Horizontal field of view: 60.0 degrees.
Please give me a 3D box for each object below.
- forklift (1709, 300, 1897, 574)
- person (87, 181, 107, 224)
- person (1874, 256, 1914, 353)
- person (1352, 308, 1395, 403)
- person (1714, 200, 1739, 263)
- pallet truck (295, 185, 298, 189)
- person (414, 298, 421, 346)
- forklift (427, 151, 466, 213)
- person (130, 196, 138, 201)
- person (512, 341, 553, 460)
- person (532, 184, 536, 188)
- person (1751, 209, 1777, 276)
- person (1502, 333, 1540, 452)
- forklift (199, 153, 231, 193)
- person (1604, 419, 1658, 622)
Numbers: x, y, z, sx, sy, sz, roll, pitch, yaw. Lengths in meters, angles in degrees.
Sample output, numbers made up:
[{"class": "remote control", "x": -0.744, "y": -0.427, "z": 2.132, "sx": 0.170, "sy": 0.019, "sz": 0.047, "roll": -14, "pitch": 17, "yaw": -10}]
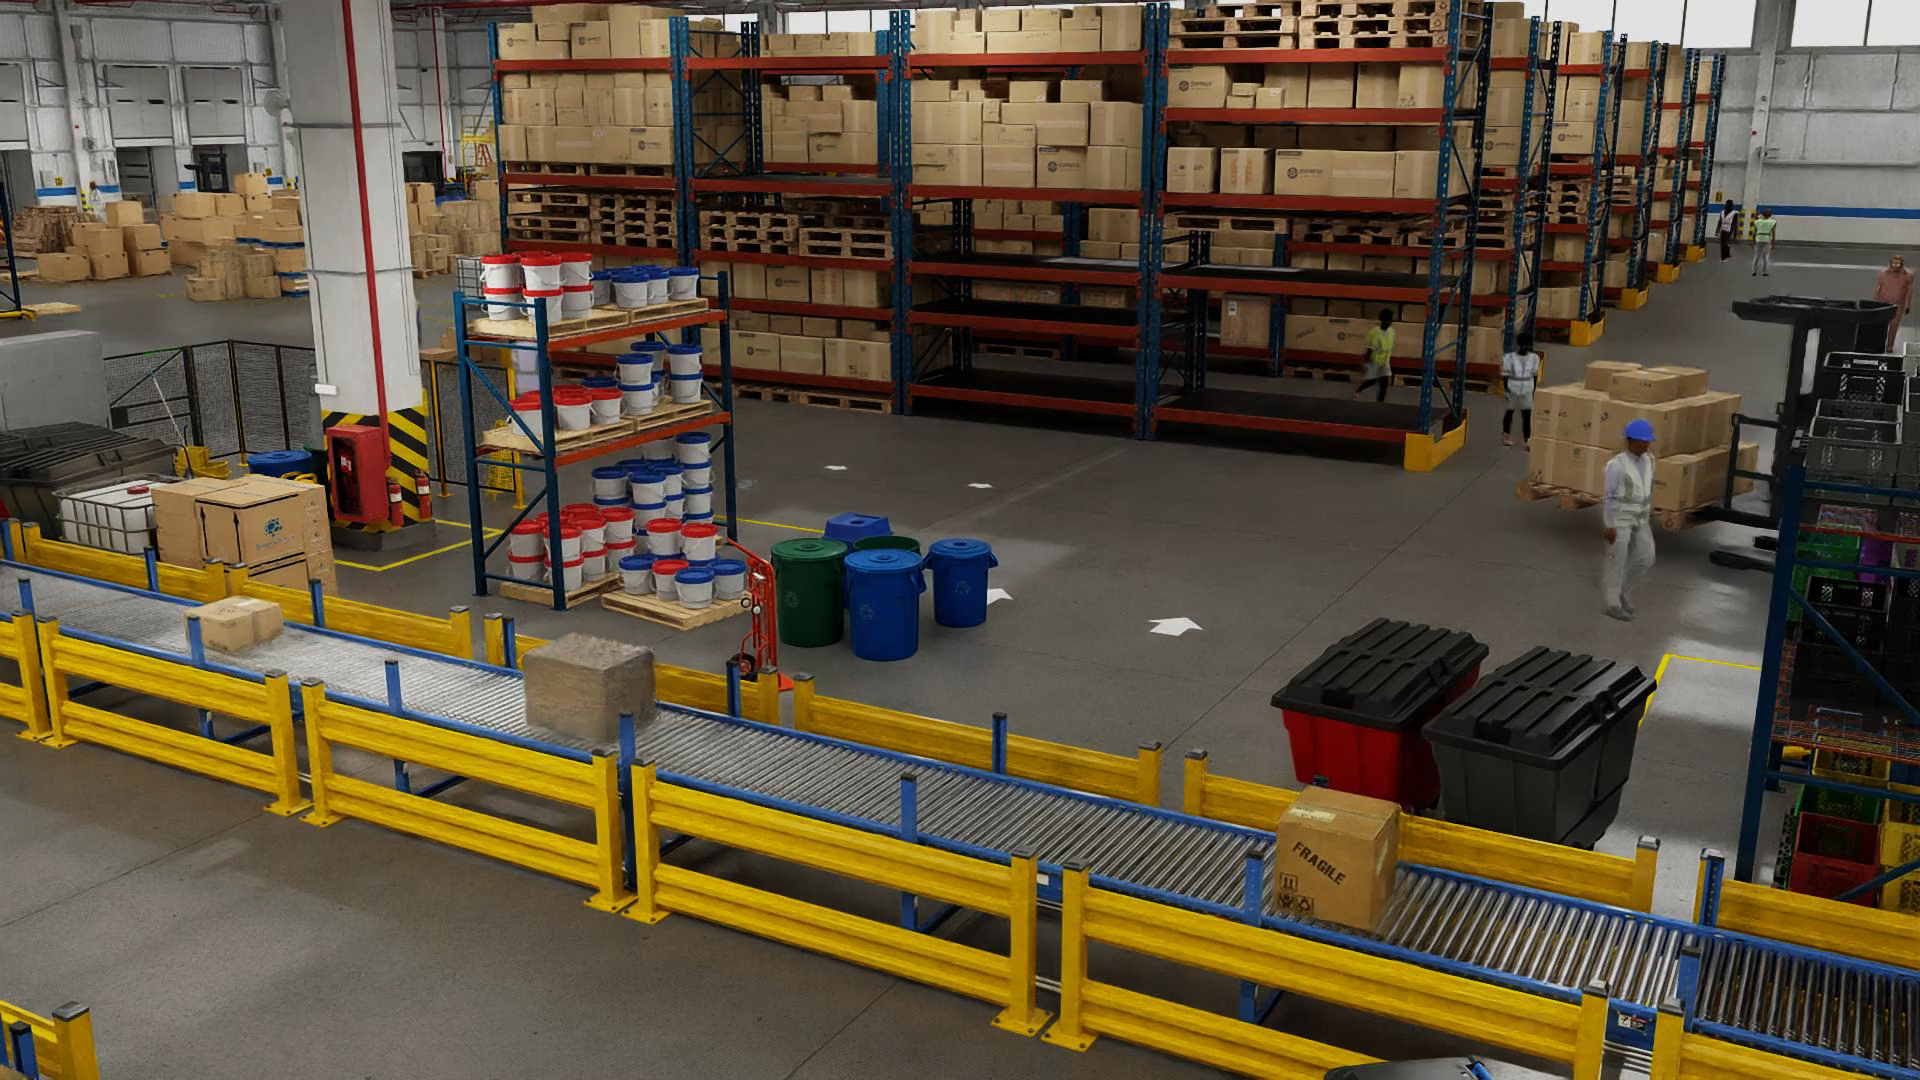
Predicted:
[{"class": "forklift", "x": 8.922, "y": -0.991, "z": 16.826, "sx": 1.129, "sy": 2.768, "sz": 1.873, "roll": -12, "pitch": 19, "yaw": -38}, {"class": "person", "x": -31.808, "y": -12.282, "z": 61.297, "sx": 0.583, "sy": 1.837, "sz": 0.983, "roll": 14, "pitch": 20, "yaw": 42}, {"class": "person", "x": 17.938, "y": -4.513, "z": 32.006, "sx": 0.645, "sy": 1.877, "sz": 0.782, "roll": 8, "pitch": 17, "yaw": 28}, {"class": "person", "x": 6.490, "y": -2.824, "z": 26.061, "sx": 0.539, "sy": 1.664, "sz": 0.633, "roll": -8, "pitch": 17, "yaw": -28}, {"class": "person", "x": 22.789, "y": -9.167, "z": 49.452, "sx": 0.457, "sy": 1.893, "sz": 0.624, "roll": -6, "pitch": 16, "yaw": -22}, {"class": "pallet truck", "x": -26.804, "y": -14.617, "z": 69.738, "sx": 1.885, "sy": 1.965, "sz": 0.823, "roll": -14, "pitch": 20, "yaw": -42}, {"class": "person", "x": -9.322, "y": -3.455, "z": 27.980, "sx": 0.866, "sy": 1.893, "sz": 0.591, "roll": 12, "pitch": 19, "yaw": 38}, {"class": "forklift", "x": -20.201, "y": -13.632, "z": 64.347, "sx": 1.873, "sy": 2.768, "sz": 1.129, "roll": 1, "pitch": 15, "yaw": 2}, {"class": "person", "x": -24.873, "y": -9.400, "z": 50.240, "sx": 0.637, "sy": 1.938, "sz": 0.355, "roll": 8, "pitch": 17, "yaw": 28}, {"class": "person", "x": -5.858, "y": -2.067, "z": 22.742, "sx": 0.633, "sy": 1.897, "sz": 0.606, "roll": 2, "pitch": 15, "yaw": 9}, {"class": "person", "x": -19.022, "y": -15.608, "z": 73.649, "sx": 0.807, "sy": 1.916, "sz": 0.547, "roll": 3, "pitch": 15, "yaw": 10}, {"class": "person", "x": 22.208, "y": -8.220, "z": 45.980, "sx": 0.573, "sy": 1.843, "sz": 0.374, "roll": 8, "pitch": 17, "yaw": 28}, {"class": "person", "x": 7.820, "y": -2.071, "z": 23.234, "sx": 0.538, "sy": 1.639, "sz": 0.915, "roll": 1, "pitch": 15, "yaw": 4}, {"class": "forklift", "x": -27.440, "y": -12.865, "z": 61.464, "sx": 1.873, "sy": 2.768, "sz": 1.129, "roll": 8, "pitch": 17, "yaw": 28}, {"class": "person", "x": 6.281, "y": -0.187, "z": 15.605, "sx": 0.640, "sy": 1.936, "sz": 0.439, "roll": -8, "pitch": 17, "yaw": -28}]
